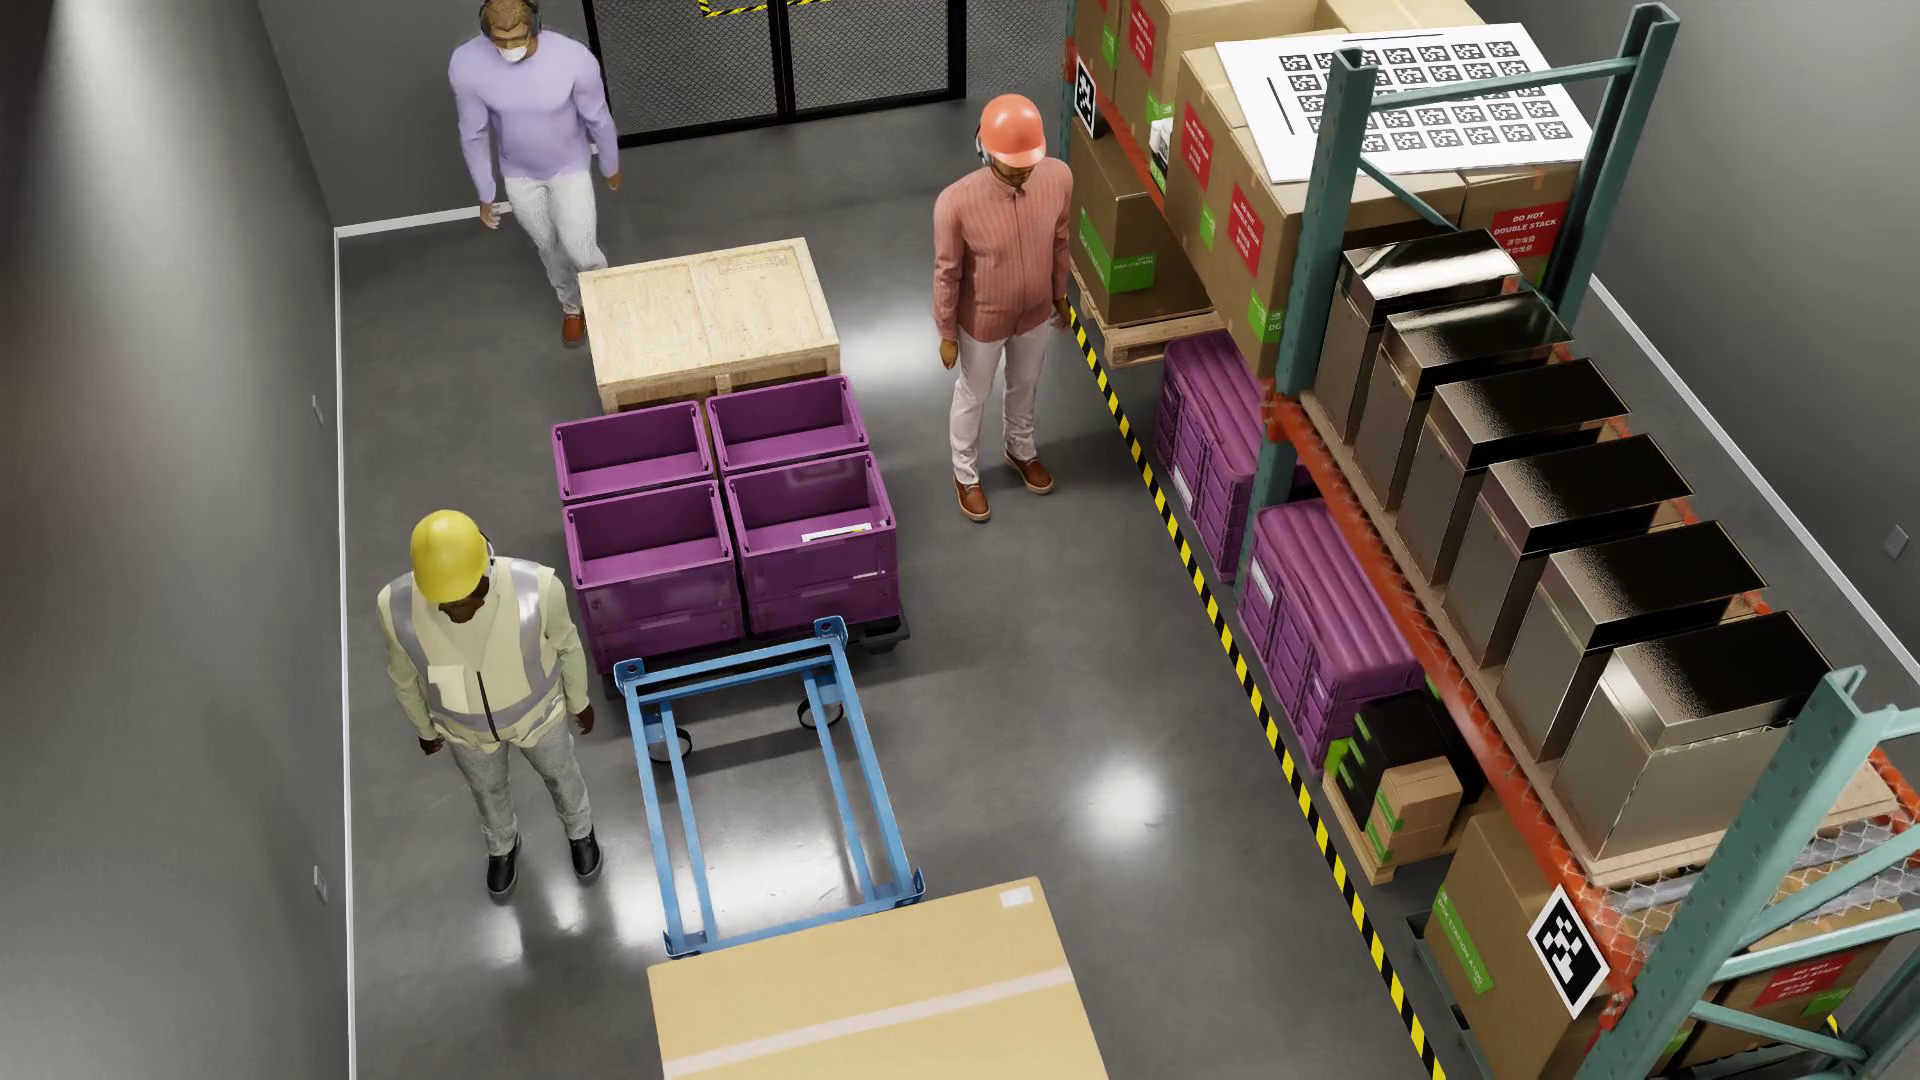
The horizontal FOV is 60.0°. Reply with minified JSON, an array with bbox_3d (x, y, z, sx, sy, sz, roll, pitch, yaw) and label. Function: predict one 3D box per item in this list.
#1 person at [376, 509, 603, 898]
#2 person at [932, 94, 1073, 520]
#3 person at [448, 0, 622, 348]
[{"bbox_3d":[-1.506,0.554,5.448,0.601,1.831,0.404,-9,48,-8],"label":"person"},{"bbox_3d":[0.184,-0.917,6.691,0.624,1.992,0.386,-23,51,-19],"label":"person"},{"bbox_3d":[-1.840,-1.627,7.403,0.634,1.911,0.503,1,47,1],"label":"person"}]
